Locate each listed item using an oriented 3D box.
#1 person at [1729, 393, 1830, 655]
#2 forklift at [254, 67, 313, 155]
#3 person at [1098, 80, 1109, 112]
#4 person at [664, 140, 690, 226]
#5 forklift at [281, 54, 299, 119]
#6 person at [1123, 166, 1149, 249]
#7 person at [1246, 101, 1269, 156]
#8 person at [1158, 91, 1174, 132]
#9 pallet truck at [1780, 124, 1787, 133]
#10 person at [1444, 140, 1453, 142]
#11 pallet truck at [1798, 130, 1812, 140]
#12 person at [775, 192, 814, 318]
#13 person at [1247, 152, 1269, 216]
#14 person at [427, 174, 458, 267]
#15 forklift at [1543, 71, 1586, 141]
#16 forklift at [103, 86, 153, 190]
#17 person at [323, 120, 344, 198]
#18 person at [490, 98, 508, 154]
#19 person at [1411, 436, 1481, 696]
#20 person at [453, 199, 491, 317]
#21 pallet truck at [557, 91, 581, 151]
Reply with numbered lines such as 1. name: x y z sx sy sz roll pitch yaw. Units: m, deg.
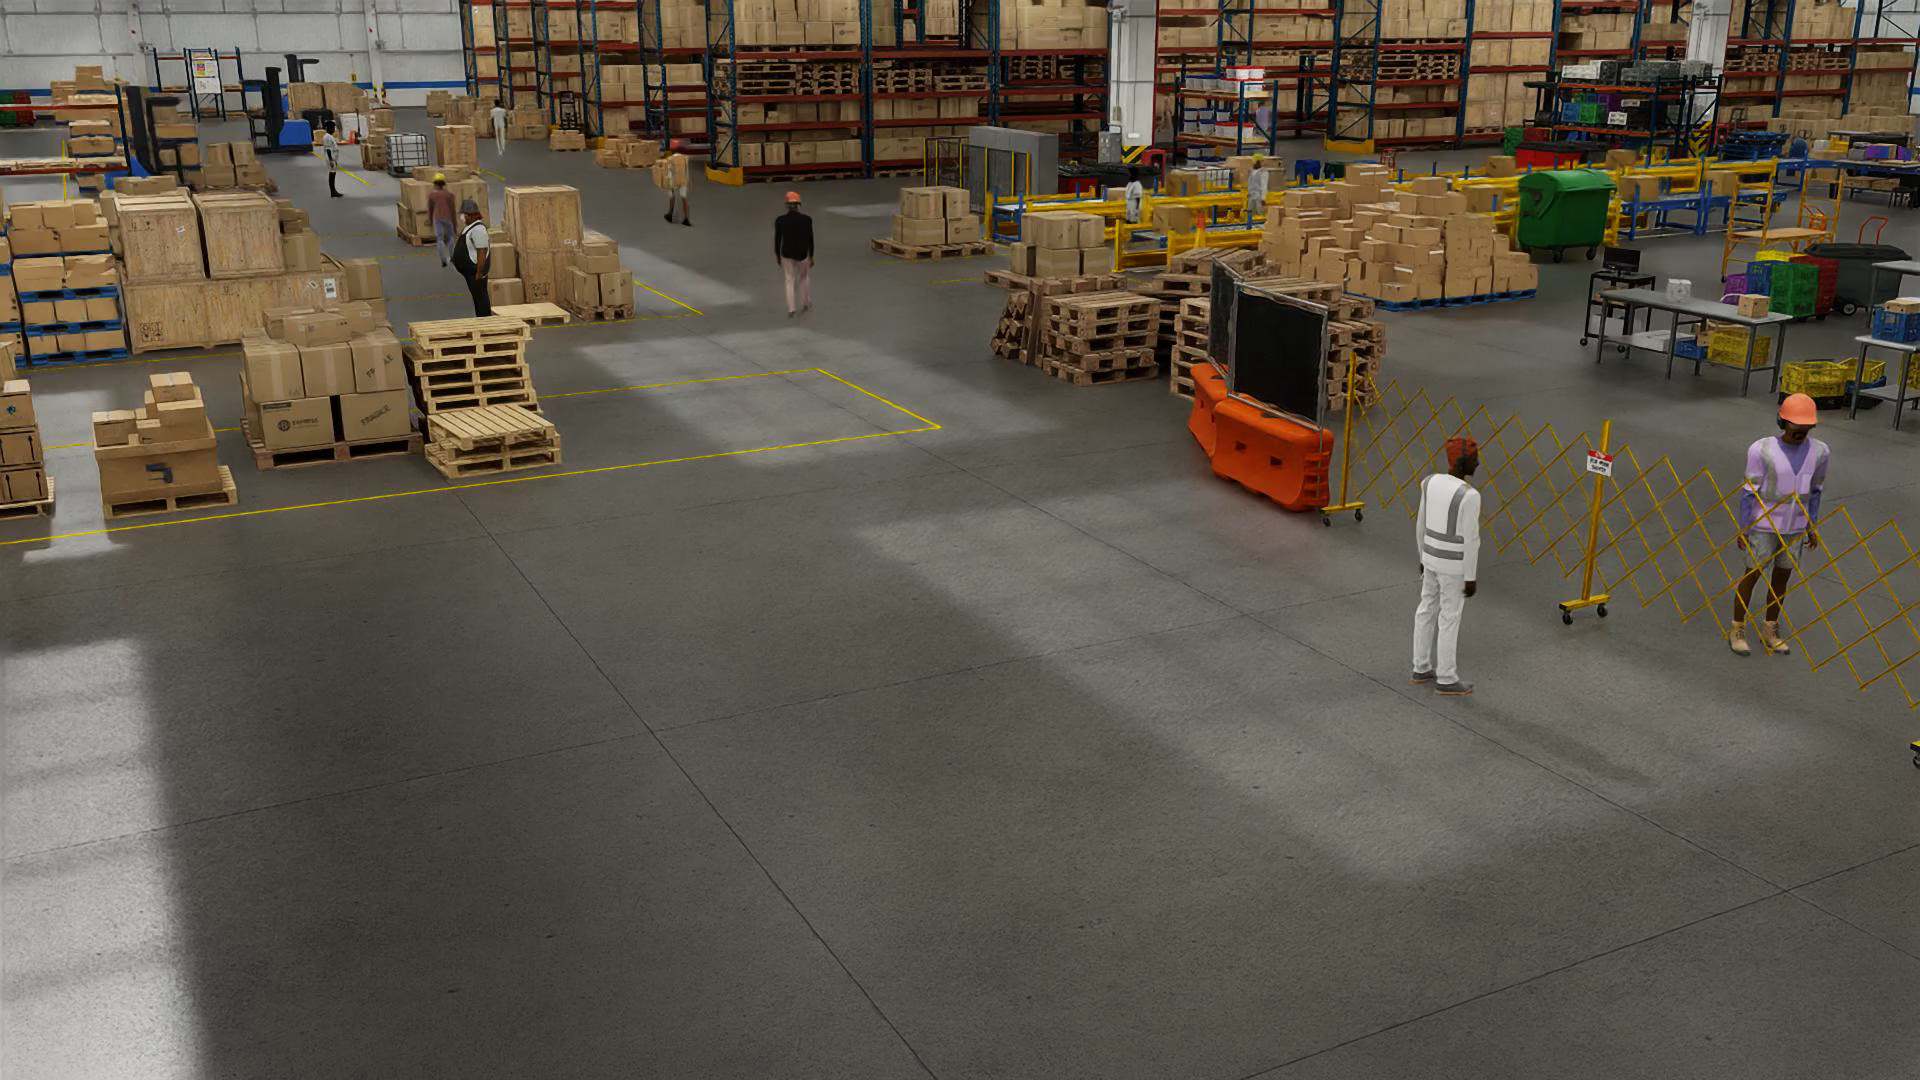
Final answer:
1. person: 6.182 -0.109 12.524 0.611 2.042 0.394 0 18 -1
2. forklift: -22.858 -14.386 55.683 1.873 2.768 1.129 -9 20 -26
3. person: 6.116 -18.182 69.152 0.551 1.899 0.982 12 21 33
4. person: -6.413 -8.104 37.699 0.554 1.881 0.996 -11 21 -31
5. forklift: -28.241 -19.163 70.575 1.873 2.768 1.129 -9 20 -26
6. person: 3.581 -6.748 33.799 0.505 1.687 0.535 -7 19 -20
7. person: 9.717 -13.405 54.190 0.626 1.906 0.819 -14 22 -37
8. person: 8.230 -16.945 65.723 0.848 1.587 0.540 3 18 9
9. pallet truck: 25.206 -12.542 52.601 1.601 1.201 0.680 0 18 -2
10. person: 17.890 -15.353 60.707 0.498 1.634 0.279 -17 24 -42
11. pallet truck: 25.526 -11.556 49.408 1.630 1.274 0.653 -9 20 -26
12. person: -2.636 -4.581 26.613 0.641 1.946 0.974 0 18 1
13. person: 6.419 -7.369 35.558 0.795 1.811 0.601 -8 19 -23
14. person: -9.877 -6.126 31.791 0.543 1.711 0.895 -4 18 -11
15. forklift: 18.685 -13.231 52.085 1.873 2.768 1.129 -9 20 -26
16. forklift: -20.948 -10.146 42.466 1.873 2.768 1.129 -9 20 -26
17. person: -16.247 -9.854 43.039 0.377 1.959 0.603 -4 18 -13
18. person: -15.347 -13.772 55.429 0.523 1.856 0.703 -4 18 -11
19. person: 3.483 0.180 11.881 0.362 1.883 0.576 -7 19 -22
20. person: -7.300 -4.077 24.897 0.539 2.000 0.689 -8 20 -24
21. pallet truck: -13.495 -14.412 57.188 0.823 1.965 1.885 -3 18 -9
